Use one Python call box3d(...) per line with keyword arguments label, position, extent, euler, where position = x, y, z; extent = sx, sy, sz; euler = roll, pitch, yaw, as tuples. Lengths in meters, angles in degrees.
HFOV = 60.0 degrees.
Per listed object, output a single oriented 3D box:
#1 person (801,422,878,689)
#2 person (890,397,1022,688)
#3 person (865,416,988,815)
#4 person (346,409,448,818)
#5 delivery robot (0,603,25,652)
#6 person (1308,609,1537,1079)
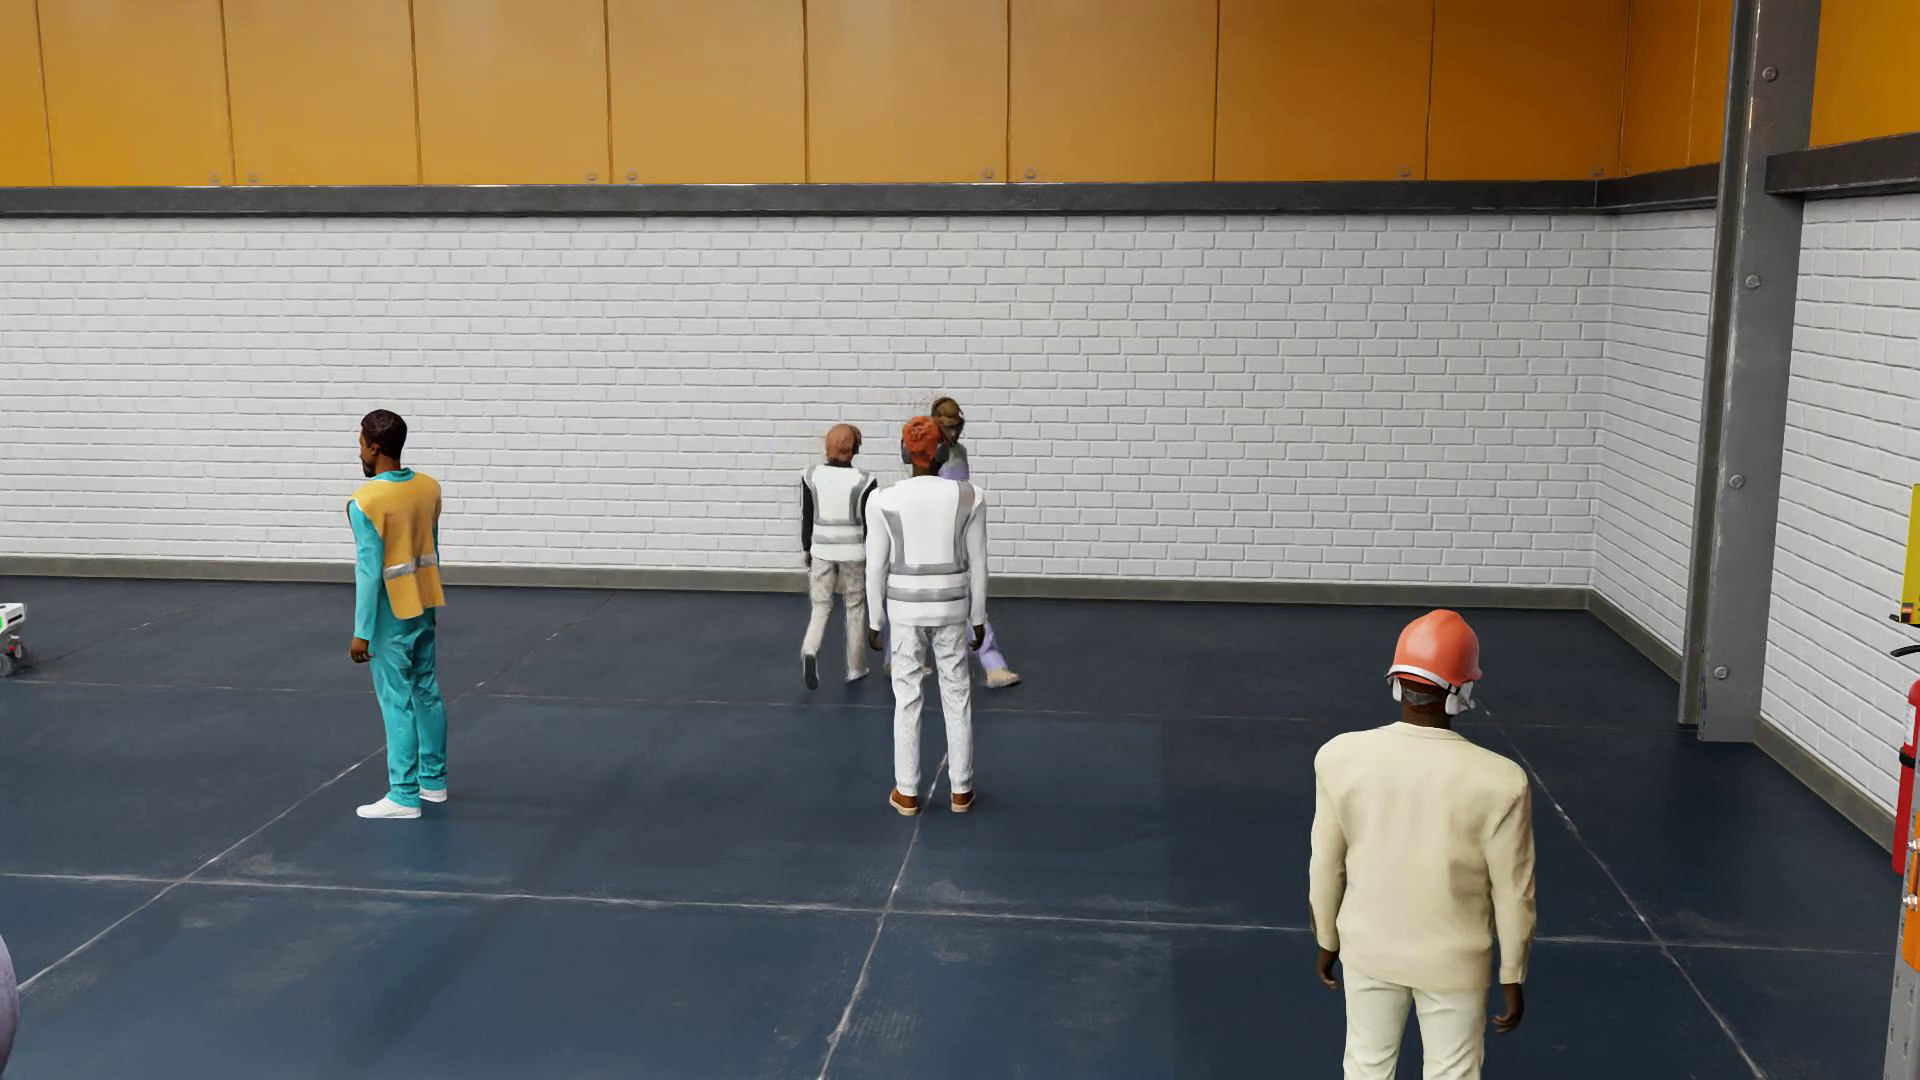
box3d(label="person", position=(-0.745, 0.102, 10.021), extent=(0.518, 1.619, 0.657), euler=(3, 10, 15))
box3d(label="person", position=(-0.085, 0.021, 10.048), extent=(0.961, 1.781, 0.536), euler=(8, 13, 39))
box3d(label="person", position=(-0.154, 0.361, 7.804), extent=(0.575, 1.881, 0.360), euler=(-1, 10, -5))
box3d(label="person", position=(-2.623, 0.347, 7.775), extent=(0.392, 1.920, 0.593), euler=(3, 10, 15))
box3d(label="delivery robot", position=(-6.258, 0.525, 10.388), extent=(0.707, 0.478, 0.477), euler=(-1, 10, -4))
box3d(label="person", position=(1.183, 1.041, 4.274), extent=(0.572, 1.750, 0.329), euler=(6, 11, 30))
